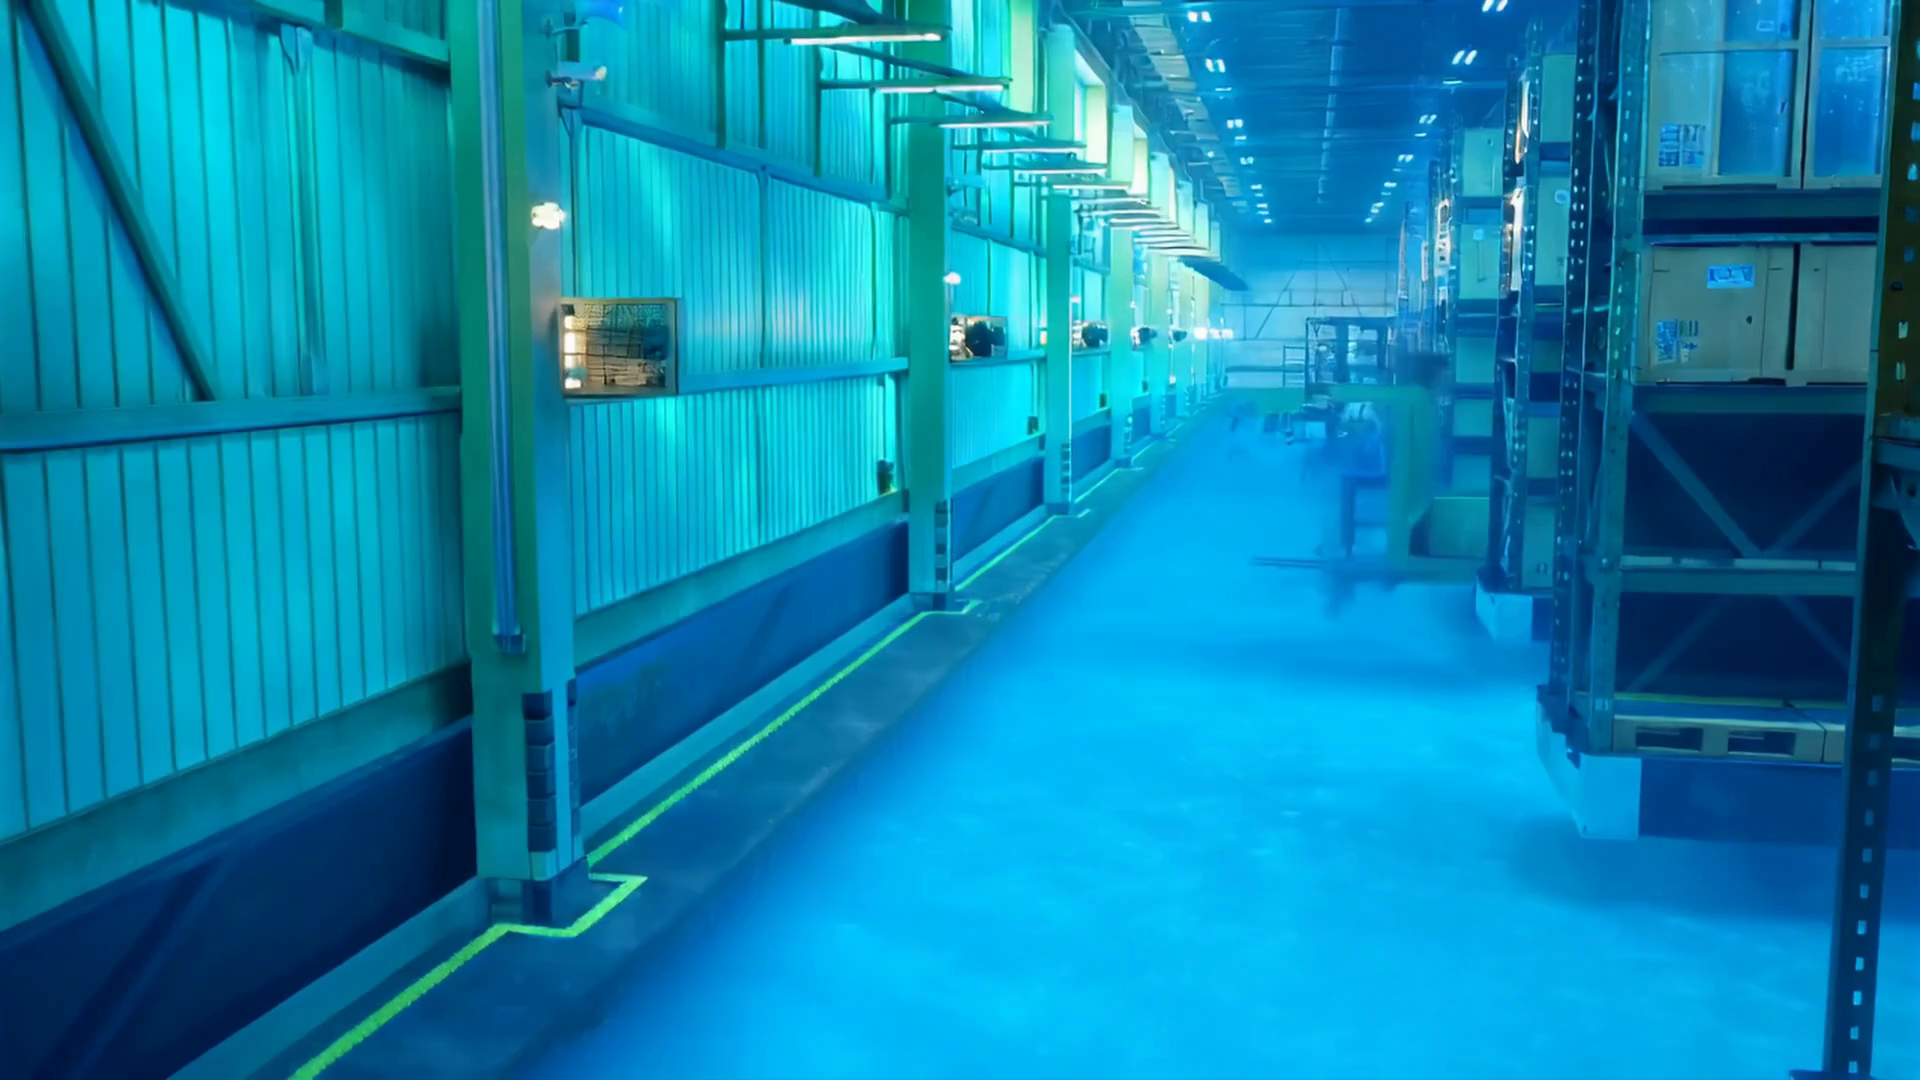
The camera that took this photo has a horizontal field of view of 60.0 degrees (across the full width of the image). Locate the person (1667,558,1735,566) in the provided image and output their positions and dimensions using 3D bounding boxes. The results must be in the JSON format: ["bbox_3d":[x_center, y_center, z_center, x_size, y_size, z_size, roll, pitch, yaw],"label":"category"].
[{"bbox_3d":[6.371,0.445,14.295,0.563,1.753,0.327,7,10,43],"label":"person"}]

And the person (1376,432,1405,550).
[{"bbox_3d":[5.849,-0.543,22.050,0.840,1.801,0.630,-2,7,-13],"label":"person"}]

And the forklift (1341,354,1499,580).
[{"bbox_3d":[5.785,-0.941,20.922,1.873,2.768,1.129,1,7,12],"label":"forklift"}]

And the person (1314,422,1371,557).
[{"bbox_3d":[5.244,-0.666,22.716,0.656,1.862,0.965,7,10,43],"label":"person"}]

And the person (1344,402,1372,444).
[{"bbox_3d":[9.138,-2.573,38.209,0.628,1.840,1.174,3,8,24],"label":"person"}]
